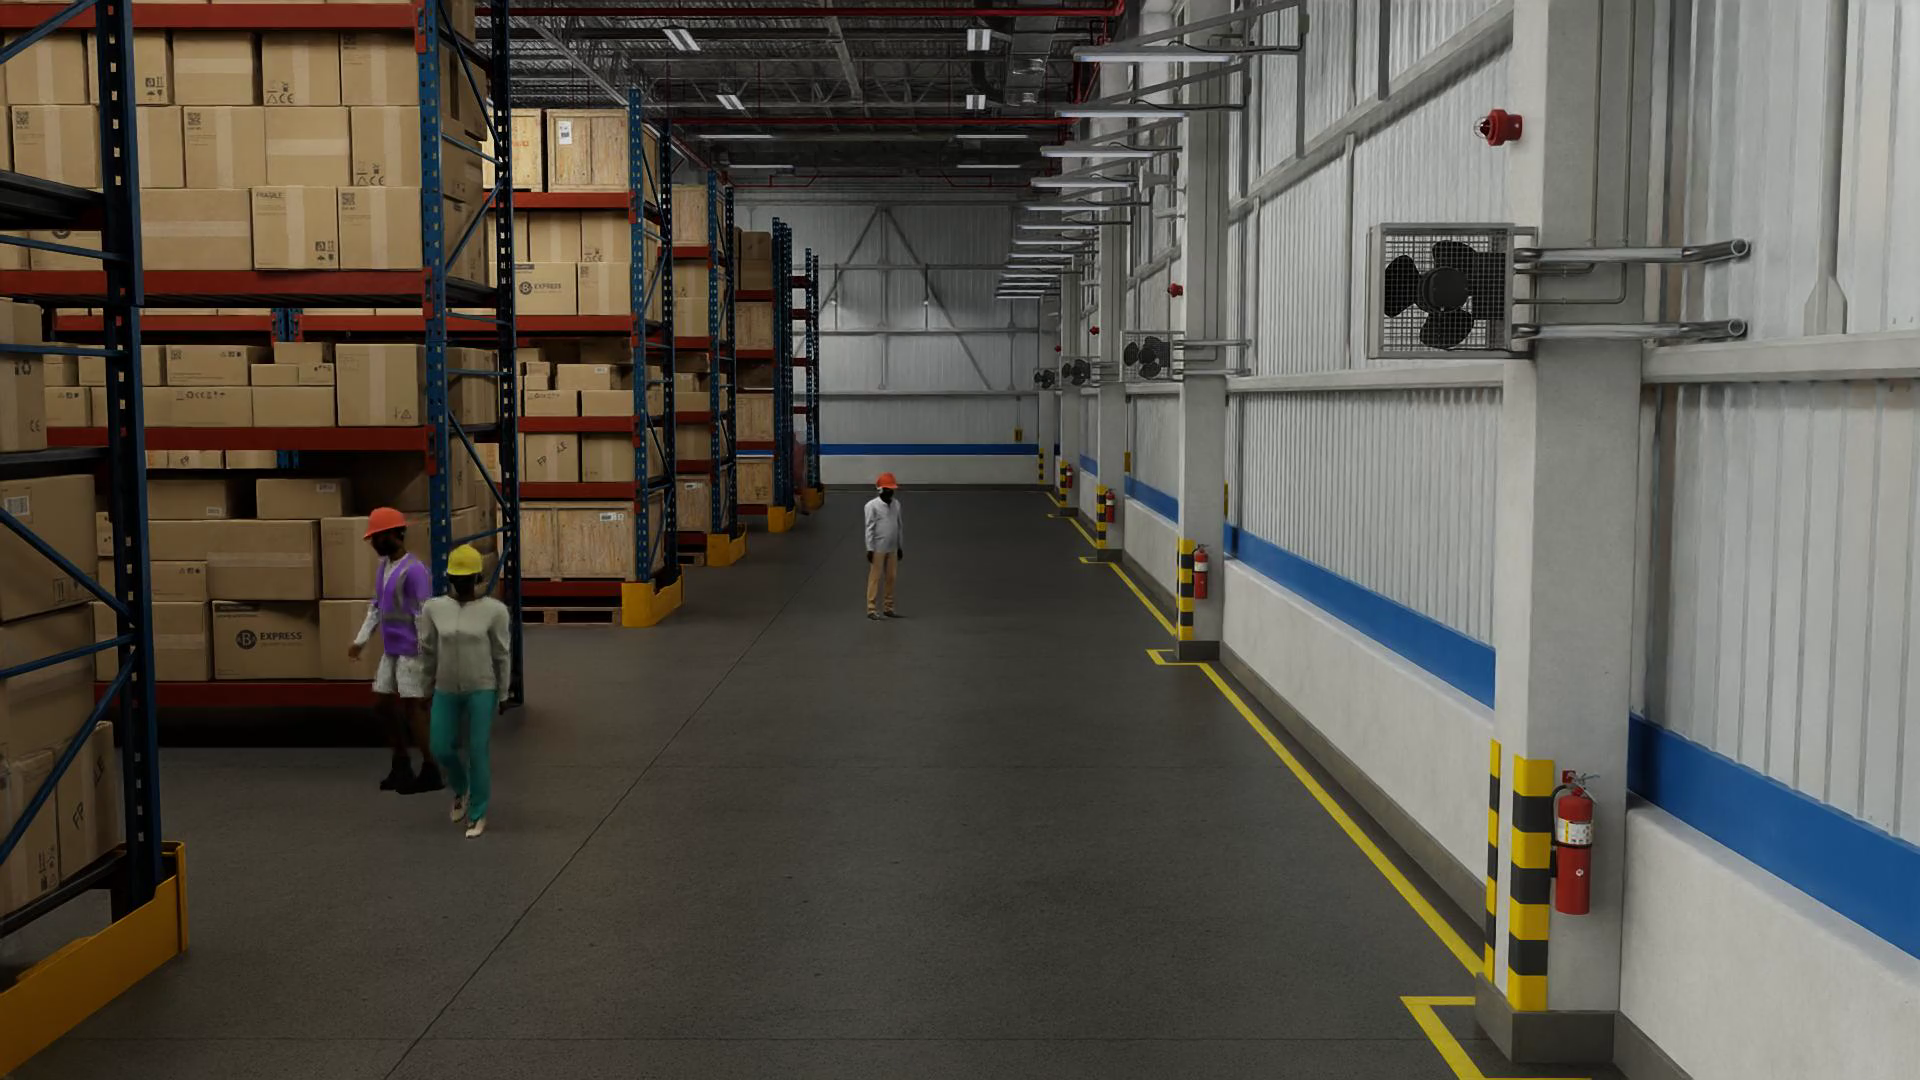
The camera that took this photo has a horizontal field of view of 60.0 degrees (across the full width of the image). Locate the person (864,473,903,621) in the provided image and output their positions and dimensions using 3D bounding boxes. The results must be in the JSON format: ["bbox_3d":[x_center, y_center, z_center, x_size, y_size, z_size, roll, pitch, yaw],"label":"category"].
[{"bbox_3d":[-0.872,0.077,19.579,0.354,1.743,0.576,5,7,44],"label":"person"}]

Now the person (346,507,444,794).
[{"bbox_3d":[-3.774,0.734,11.066,0.521,1.896,0.565,-4,6,-41],"label":"person"}]

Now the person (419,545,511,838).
[{"bbox_3d":[-2.959,0.896,9.954,0.549,1.754,0.395,0,5,-3],"label":"person"}]

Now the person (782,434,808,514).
[{"bbox_3d":[-3.781,-1.487,37.203,0.997,1.847,0.674,5,7,43],"label":"person"}]
